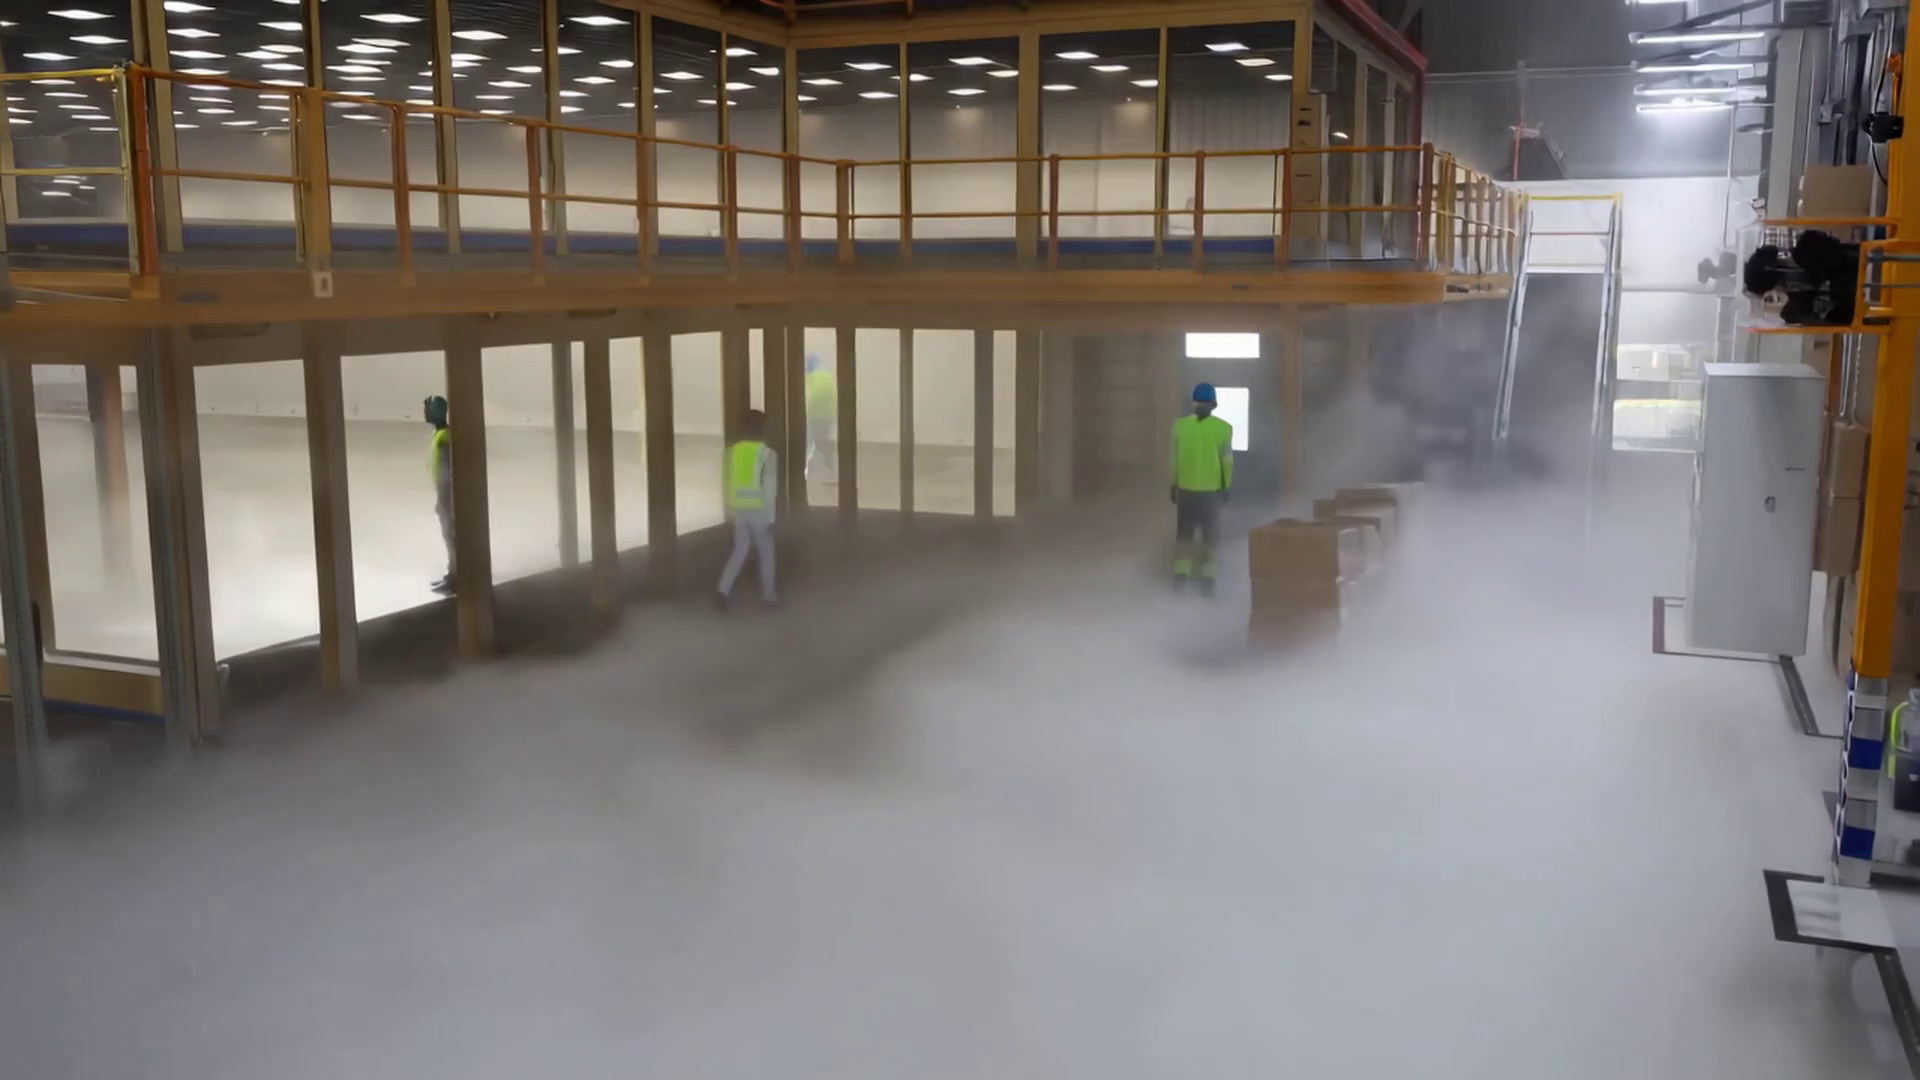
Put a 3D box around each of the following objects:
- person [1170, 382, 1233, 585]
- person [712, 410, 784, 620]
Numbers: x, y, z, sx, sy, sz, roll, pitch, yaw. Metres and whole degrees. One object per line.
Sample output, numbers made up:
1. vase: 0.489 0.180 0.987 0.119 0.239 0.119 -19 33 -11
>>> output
1. person: 2.344 -0.543 16.182 0.612 1.986 0.406 1 9 7
2. person: -1.870 -0.220 14.617 0.579 1.856 0.863 5 10 27
